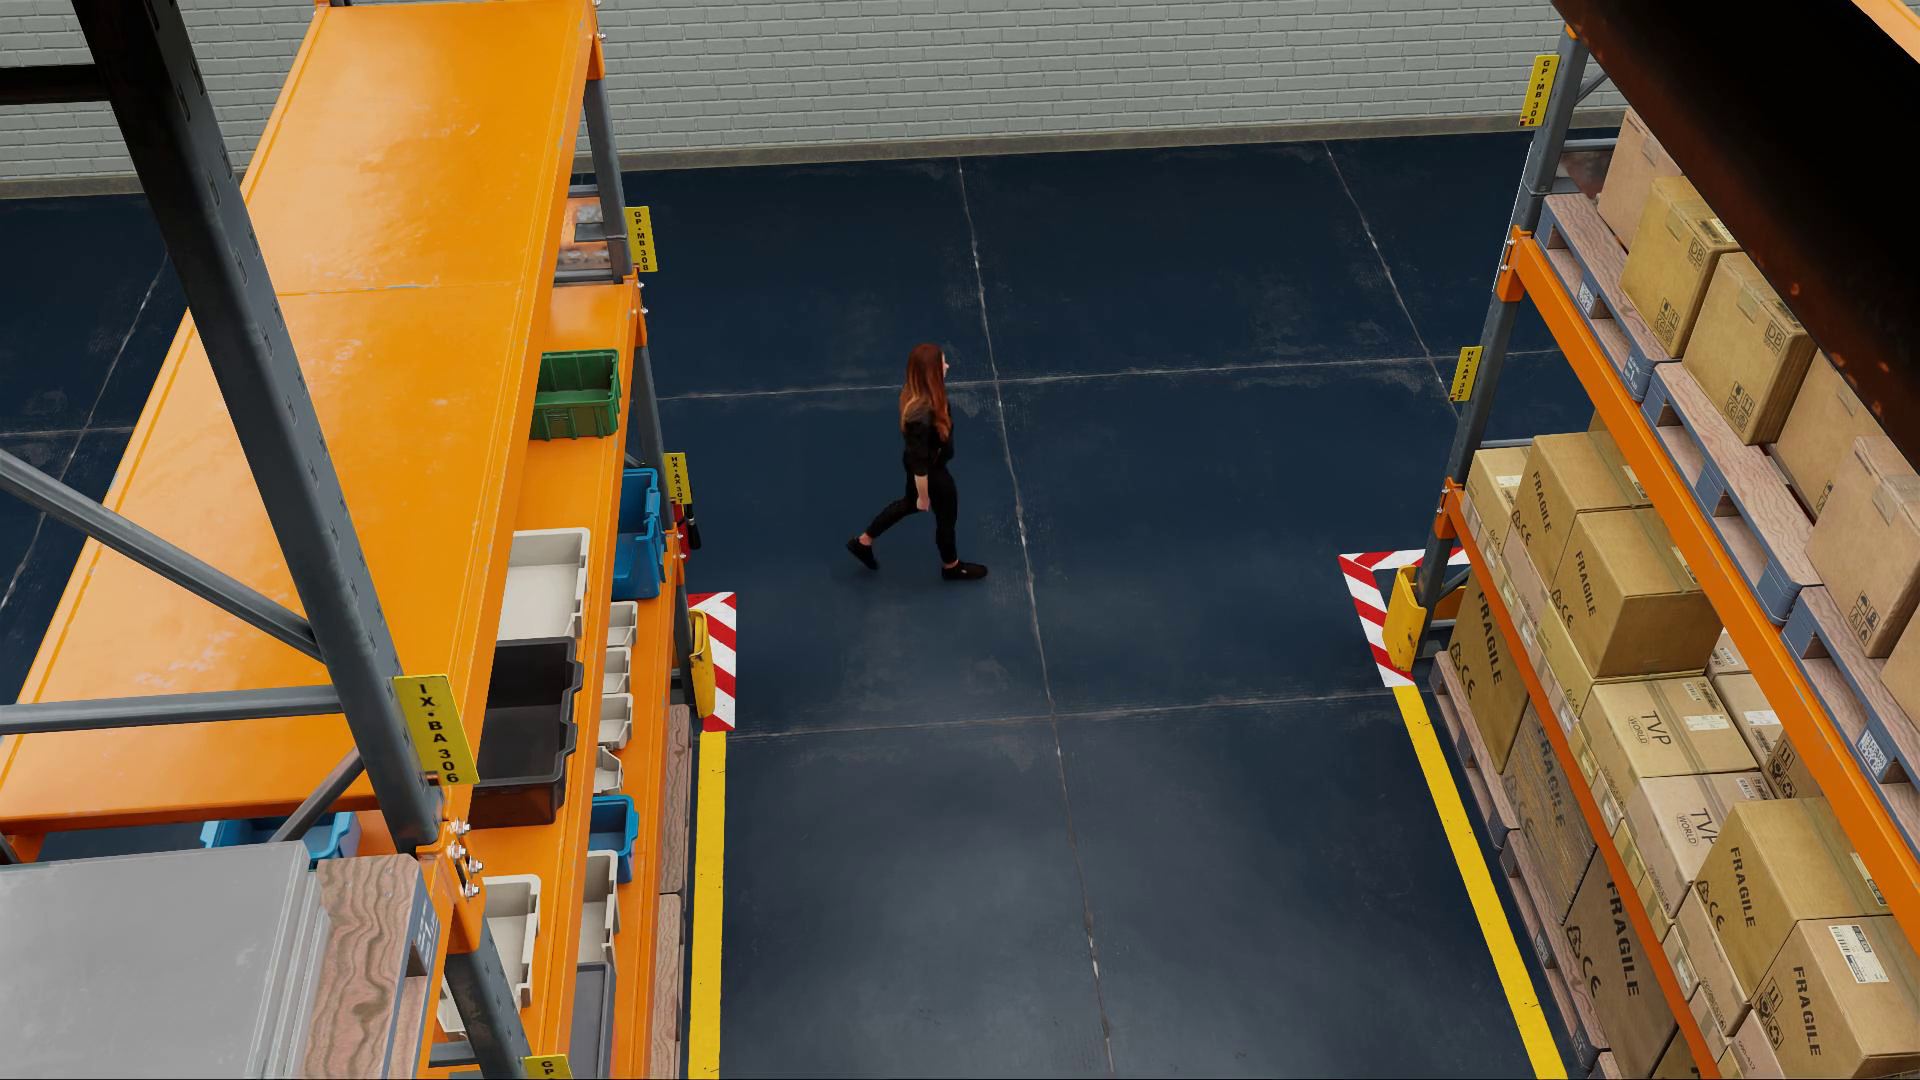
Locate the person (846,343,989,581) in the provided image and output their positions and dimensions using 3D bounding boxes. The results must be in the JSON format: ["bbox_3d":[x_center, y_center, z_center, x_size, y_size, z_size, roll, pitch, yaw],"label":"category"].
[{"bbox_3d":[-0.282,-0.409,9.303,0.673,1.690,0.975,-4,43,-4],"label":"person"}]
